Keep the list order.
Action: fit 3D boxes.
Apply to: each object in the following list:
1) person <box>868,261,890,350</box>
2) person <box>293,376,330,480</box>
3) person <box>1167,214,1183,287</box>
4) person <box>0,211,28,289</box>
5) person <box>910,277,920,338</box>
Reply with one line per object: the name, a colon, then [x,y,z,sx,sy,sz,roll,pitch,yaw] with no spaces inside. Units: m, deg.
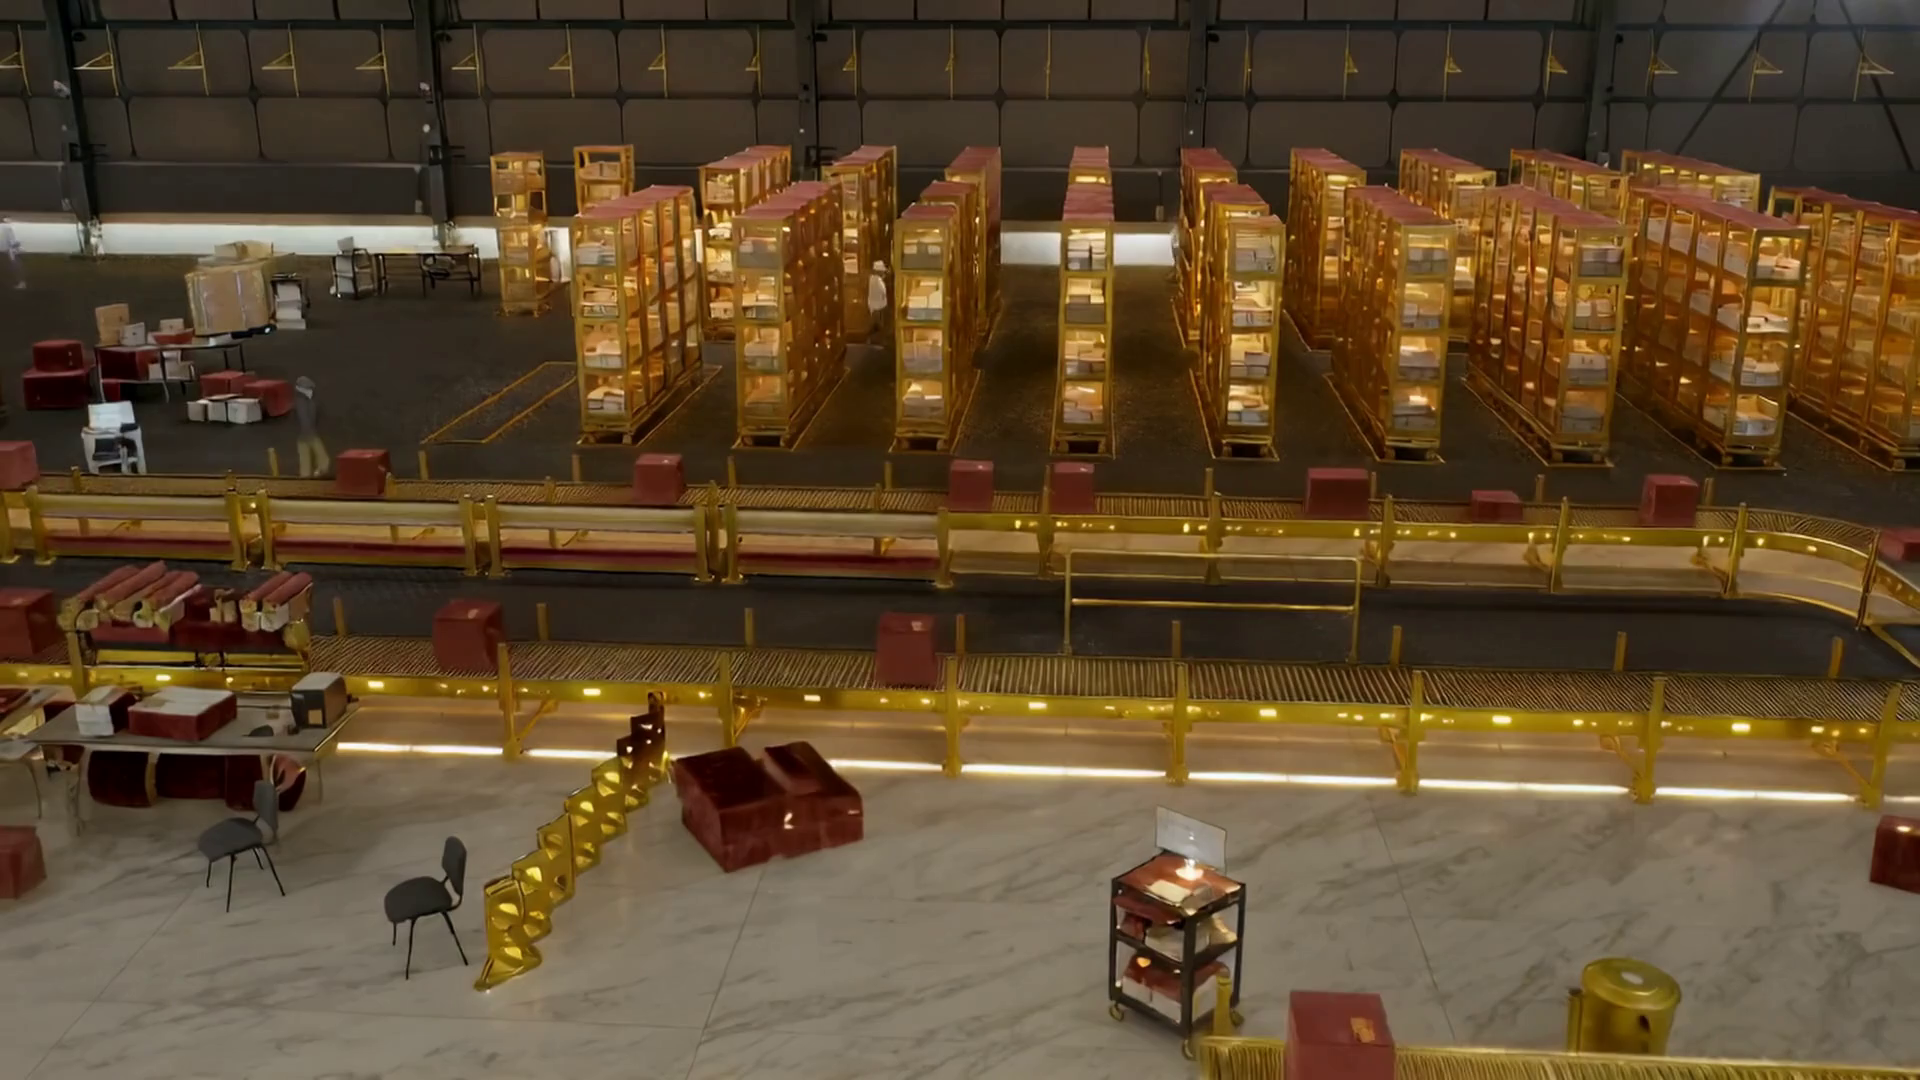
person: [-1.646,-4.734,33.611,0.458,1.812,0.620,1,18,2]
person: [-9.061,-1.418,23.209,0.550,1.750,0.536,3,18,10]
person: [5.408,-7.212,41.448,0.454,1.827,0.590,2,18,7]
person: [-23.362,-7.145,41.075,0.443,1.926,0.651,1,18,3]
person: [-0.737,-4.308,31.968,0.386,1.992,0.609,15,23,40]
